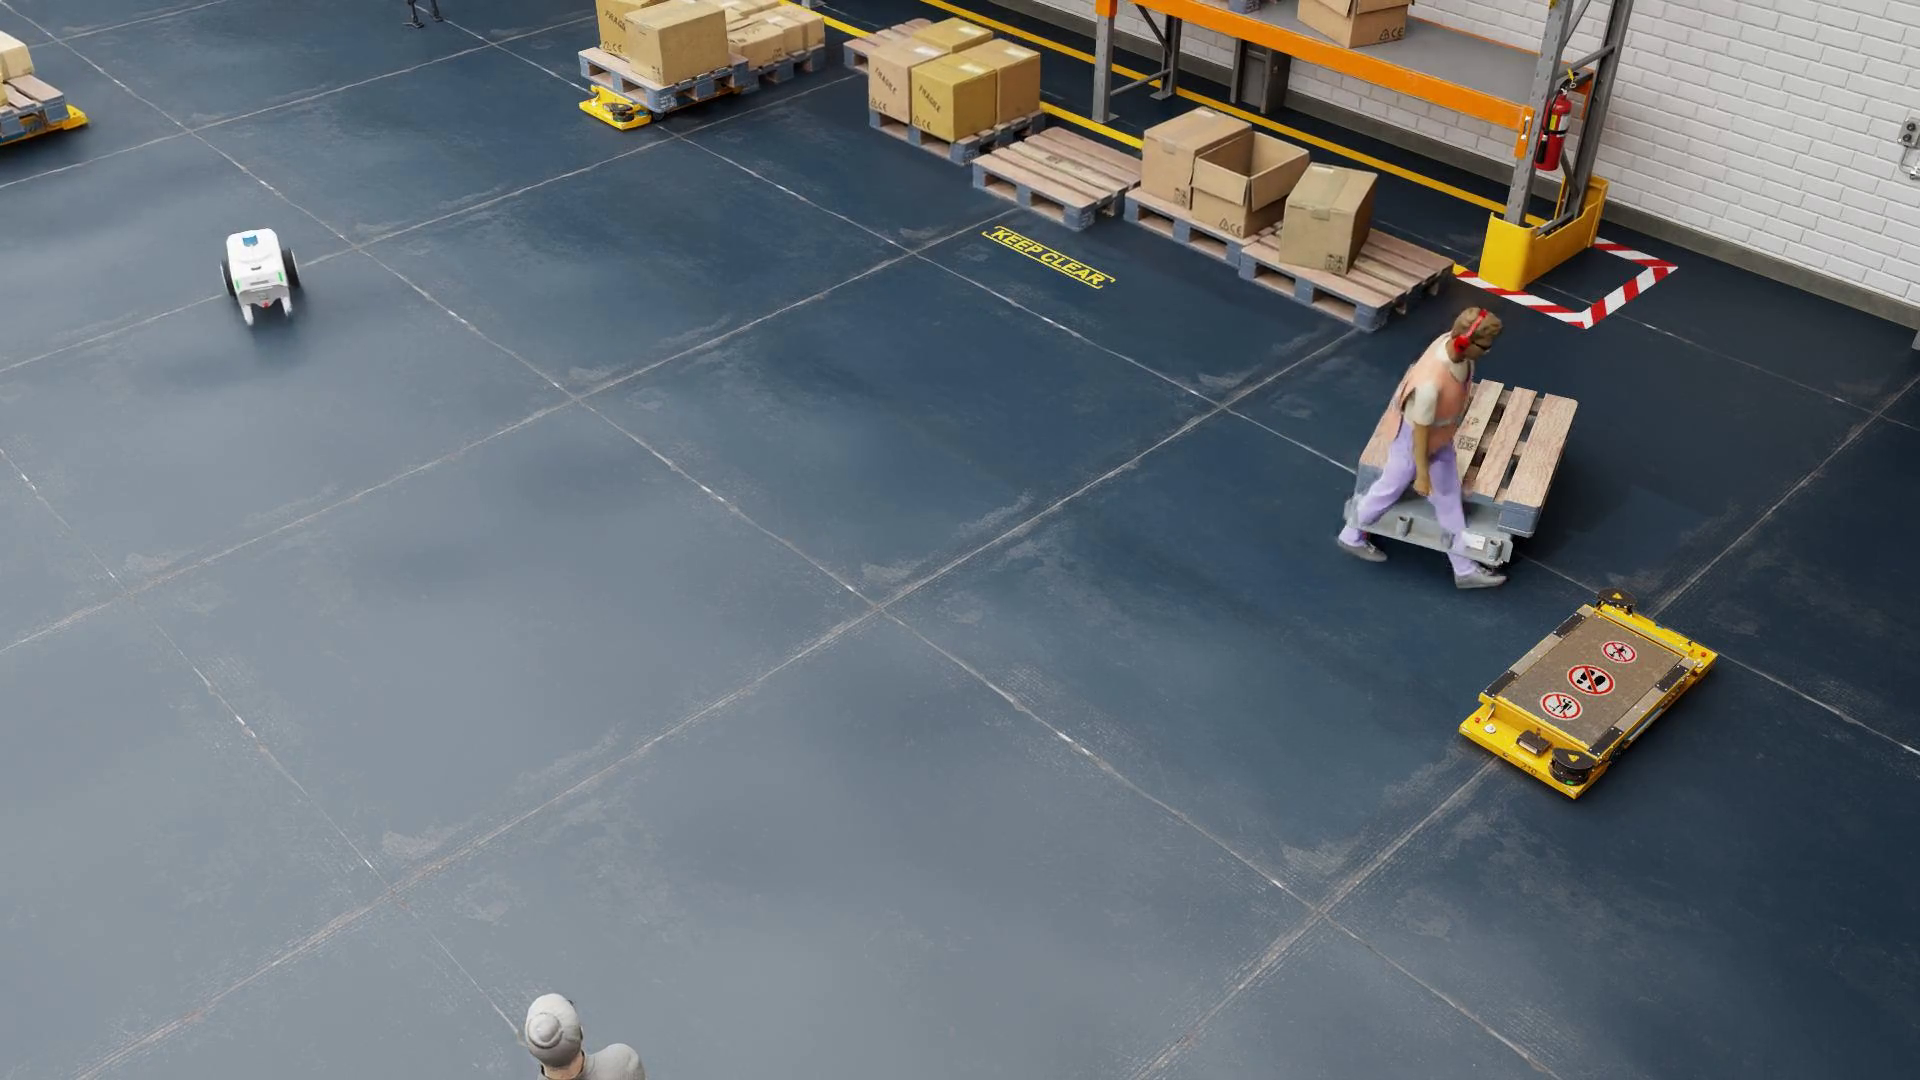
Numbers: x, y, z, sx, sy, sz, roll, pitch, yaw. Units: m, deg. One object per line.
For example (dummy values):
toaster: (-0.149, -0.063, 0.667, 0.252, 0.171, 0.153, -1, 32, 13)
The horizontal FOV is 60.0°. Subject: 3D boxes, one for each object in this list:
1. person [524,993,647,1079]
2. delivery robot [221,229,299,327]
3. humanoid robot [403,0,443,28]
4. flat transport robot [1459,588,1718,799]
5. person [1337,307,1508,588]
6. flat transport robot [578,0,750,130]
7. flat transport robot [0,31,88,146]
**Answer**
person: (-1.201, 2.100, 5.448, 0.524, 1.841, 0.325, -30, 46, -34)
delivery robot: (-4.987, -1.918, 11.821, 0.499, 0.577, 0.769, -14, 39, -18)
humanoid robot: (-5.370, -5.816, 16.053, 0.599, 1.657, 0.315, -30, 46, -33)
flat transport robot: (3.247, 0.756, 8.532, 1.431, 0.231, 0.659, -30, 46, -33)
person: (2.563, -0.501, 8.945, 0.987, 1.770, 0.623, 26, 44, 30)
flat transport robot: (-2.615, -4.021, 14.856, 1.431, 0.231, 0.659, -30, 46, -33)
flat transport robot: (-8.304, -3.508, 14.178, 0.659, 0.231, 1.431, 28, 45, 32)
